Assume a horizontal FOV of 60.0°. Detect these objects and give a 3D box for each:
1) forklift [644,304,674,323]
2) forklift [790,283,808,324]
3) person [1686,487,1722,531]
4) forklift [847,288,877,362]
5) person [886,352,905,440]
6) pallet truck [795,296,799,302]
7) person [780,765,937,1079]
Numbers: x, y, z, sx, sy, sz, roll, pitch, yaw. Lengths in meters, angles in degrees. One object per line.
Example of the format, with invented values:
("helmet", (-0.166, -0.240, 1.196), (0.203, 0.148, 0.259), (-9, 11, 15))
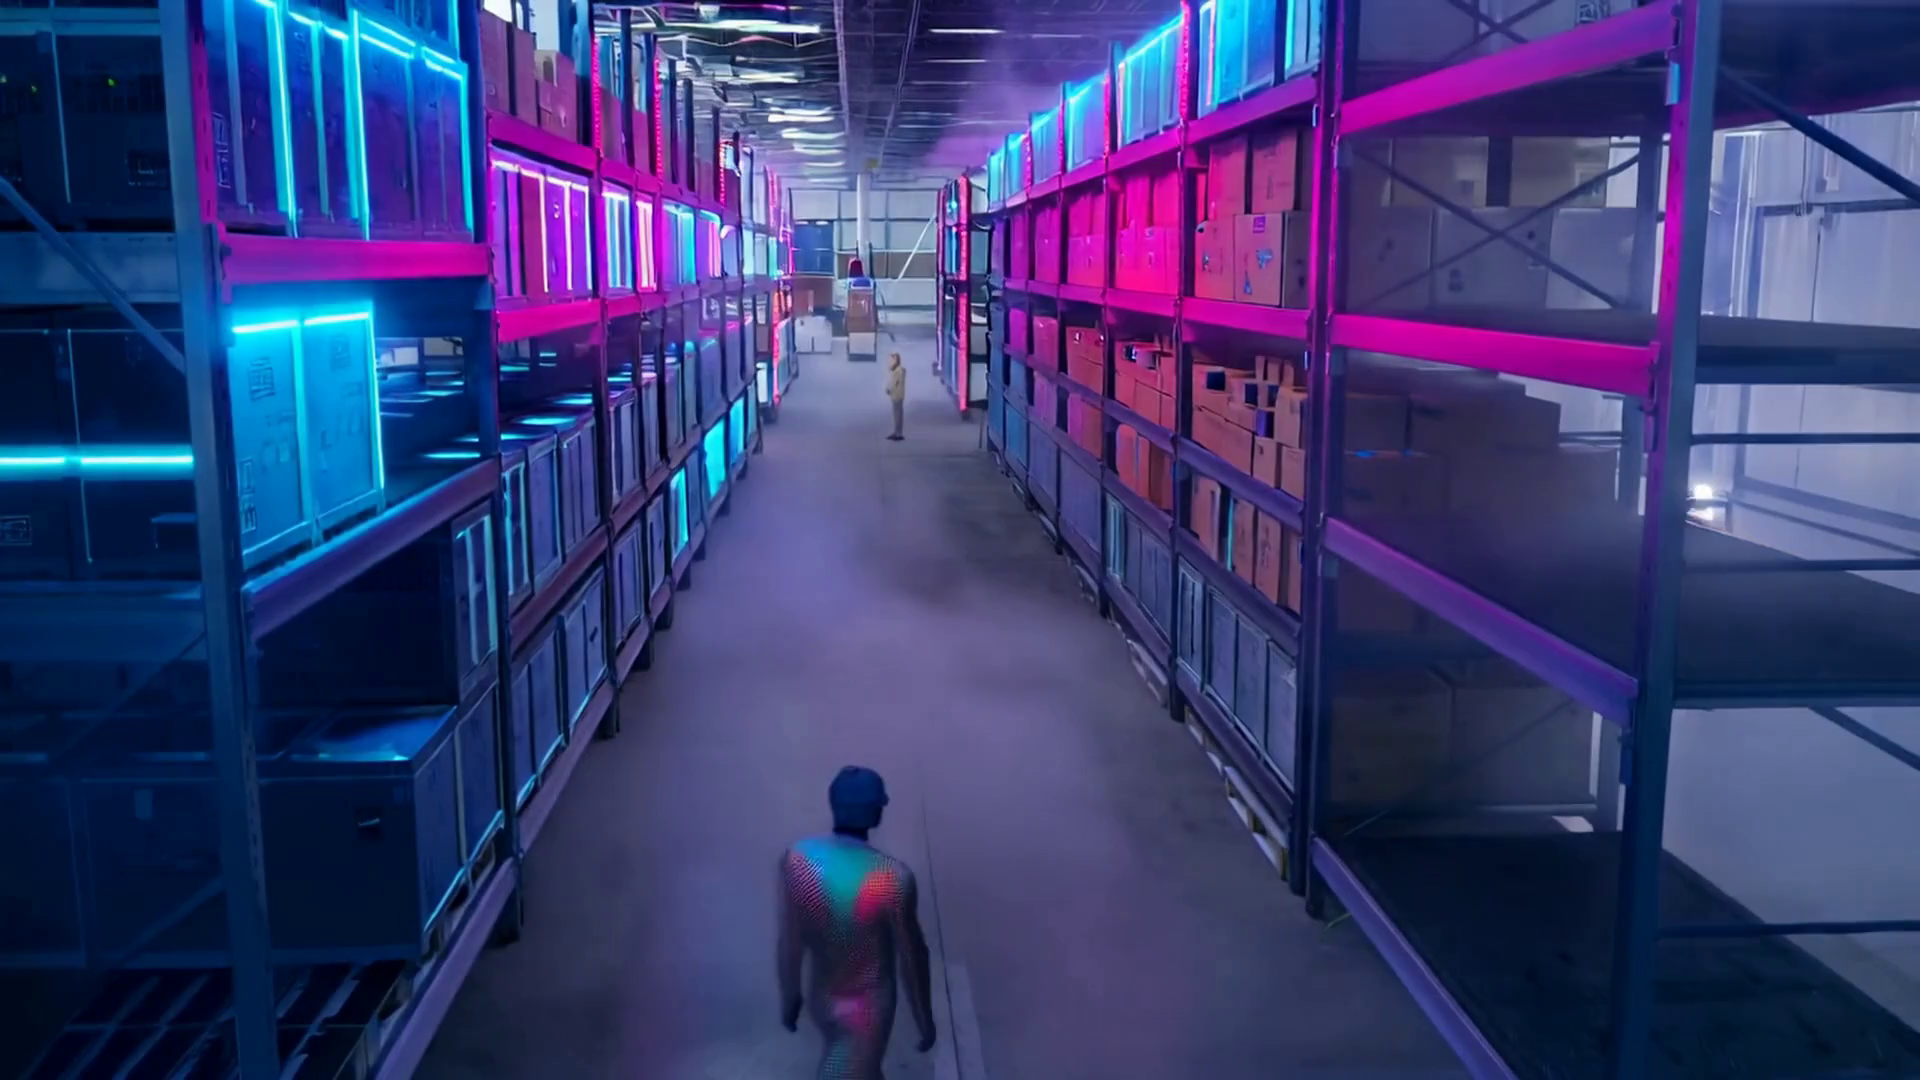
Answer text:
("forklift", (-9.189, -6.119, 51.020), (1.129, 2.768, 1.873), (-5, 11, -28))
("forklift", (-7.780, -10.929, 79.753), (1.129, 2.768, 1.873), (-5, 11, -30))
("person", (6.310, 0.467, 14.612), (0.676, 1.891, 0.432), (1, 10, 4))
("forklift", (-3.778, -8.296, 64.022), (1.129, 2.768, 1.873), (-1, 10, -4))
("person", (-1.396, -3.119, 35.990), (0.410, 1.912, 0.643), (-2, 10, -9))
("pallet truck", (-8.622, -12.439, 91.403), (1.885, 1.965, 0.823), (2, 10, 13))
("person", (-0.419, 1.817, 6.615), (0.644, 1.886, 1.048), (8, 12, 39))
